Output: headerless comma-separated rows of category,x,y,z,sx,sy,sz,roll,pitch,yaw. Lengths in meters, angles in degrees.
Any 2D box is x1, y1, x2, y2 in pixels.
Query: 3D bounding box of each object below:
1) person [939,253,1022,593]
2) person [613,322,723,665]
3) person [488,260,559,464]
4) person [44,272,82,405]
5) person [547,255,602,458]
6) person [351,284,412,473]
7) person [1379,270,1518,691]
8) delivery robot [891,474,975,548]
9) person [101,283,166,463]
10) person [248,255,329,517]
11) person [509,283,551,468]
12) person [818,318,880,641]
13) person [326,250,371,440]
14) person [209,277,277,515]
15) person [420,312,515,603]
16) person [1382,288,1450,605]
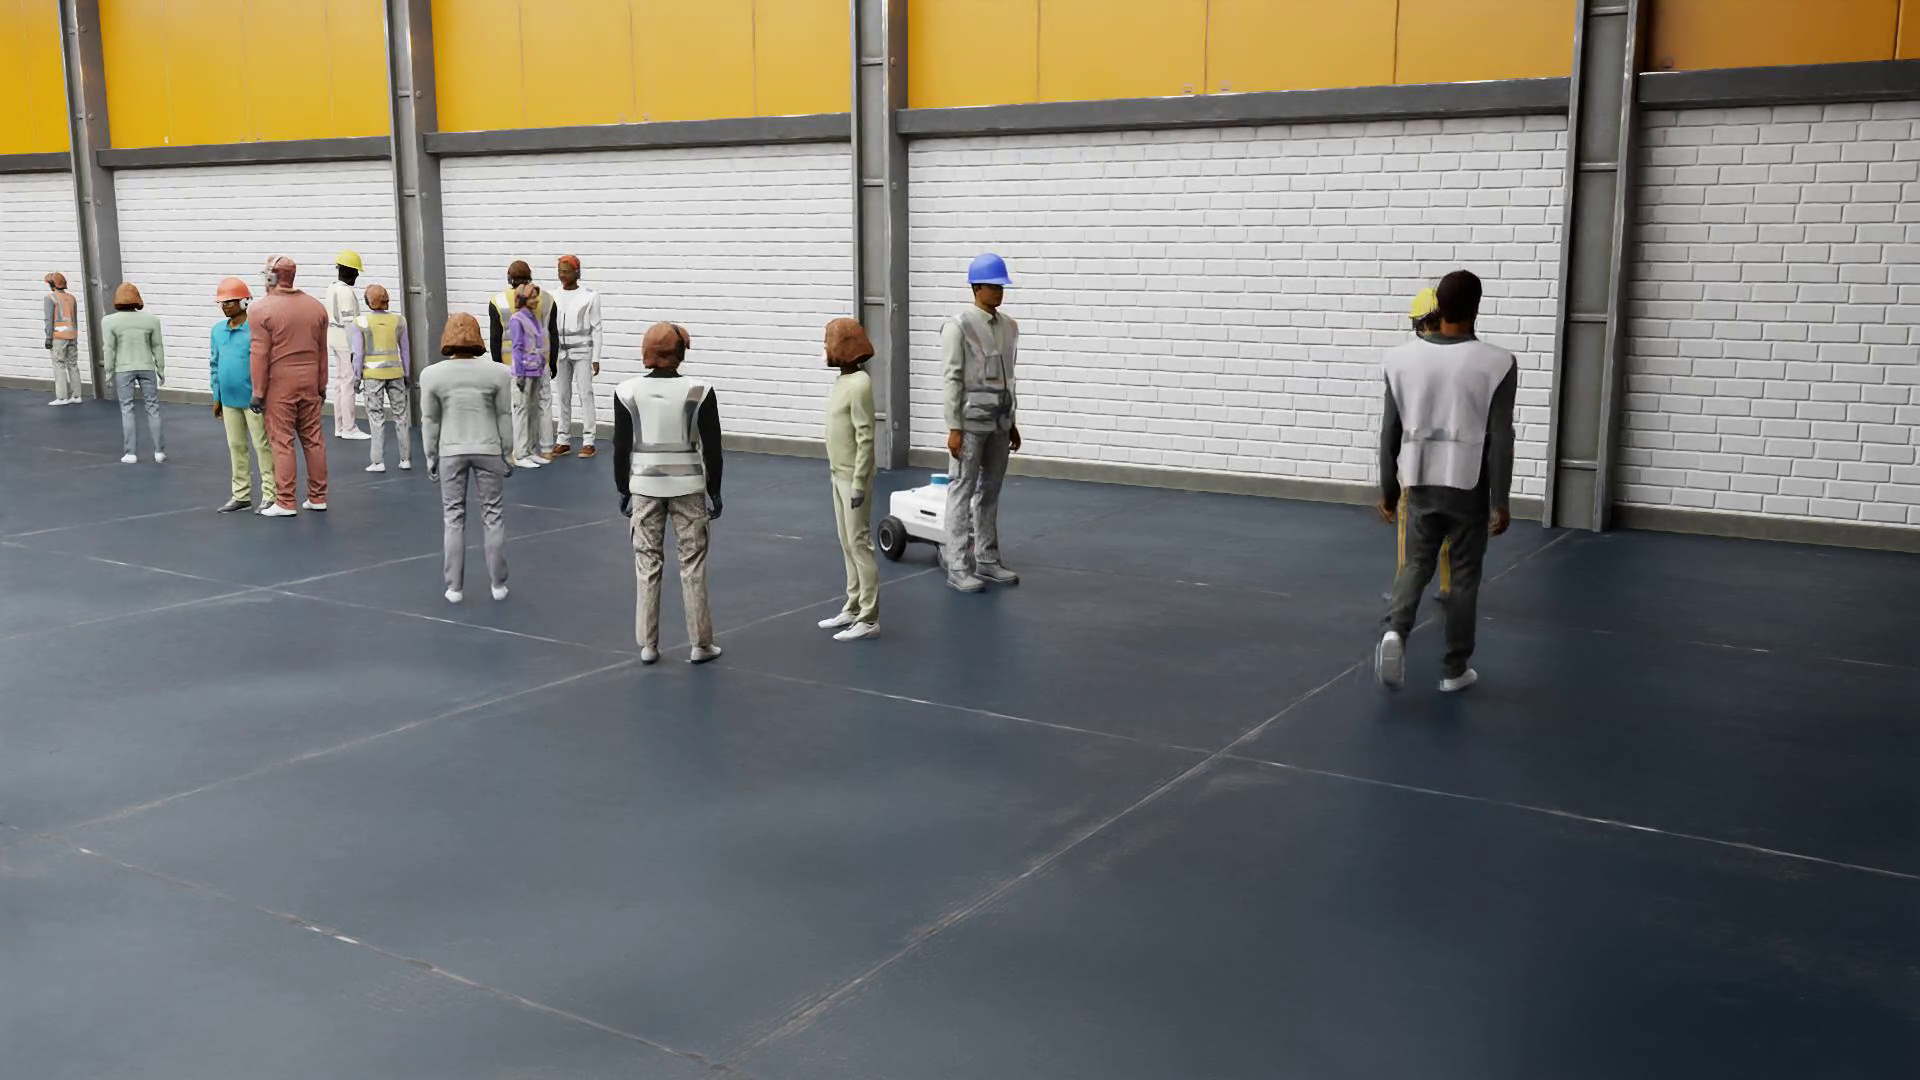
person,0.137,-0.683,9.670,0.403,1.948,0.605,9,14,42
person,-1.387,-0.215,7.939,0.521,1.636,0.311,1,10,3
person,-3.954,-1.609,15.103,0.627,1.843,0.429,-5,11,-27
person,-11.041,-2.473,20.468,0.324,1.630,0.524,2,10,9
person,-3.614,-1.703,15.508,0.574,1.883,0.355,2,11,14
person,-5.043,-1.404,14.519,0.515,1.640,0.315,-9,13,-40
person,2.121,-0.233,7.341,0.597,1.902,0.669,7,13,35
delivery robot,-0.130,-0.172,10.439,0.477,0.478,0.707,-7,12,-34
person,-7.527,-1.519,15.176,0.508,1.632,0.274,-8,13,-37
person,-4.947,-1.128,12.237,0.409,1.913,0.649,6,12,30
person,-3.861,-1.467,14.871,0.314,1.640,0.516,1,10,6
person,-0.564,-0.308,8.463,0.264,1.632,0.508,-3,11,-17
person,-6.216,-1.977,16.930,0.391,1.914,0.593,-7,12,-33
person,-5.298,-1.057,12.282,0.573,1.749,0.342,3,11,17
person,-2.751,-0.459,9.331,0.493,1.625,0.280,-2,11,-13
person,2.584,-0.502,9.193,0.531,1.760,0.352,-2,10,-9
